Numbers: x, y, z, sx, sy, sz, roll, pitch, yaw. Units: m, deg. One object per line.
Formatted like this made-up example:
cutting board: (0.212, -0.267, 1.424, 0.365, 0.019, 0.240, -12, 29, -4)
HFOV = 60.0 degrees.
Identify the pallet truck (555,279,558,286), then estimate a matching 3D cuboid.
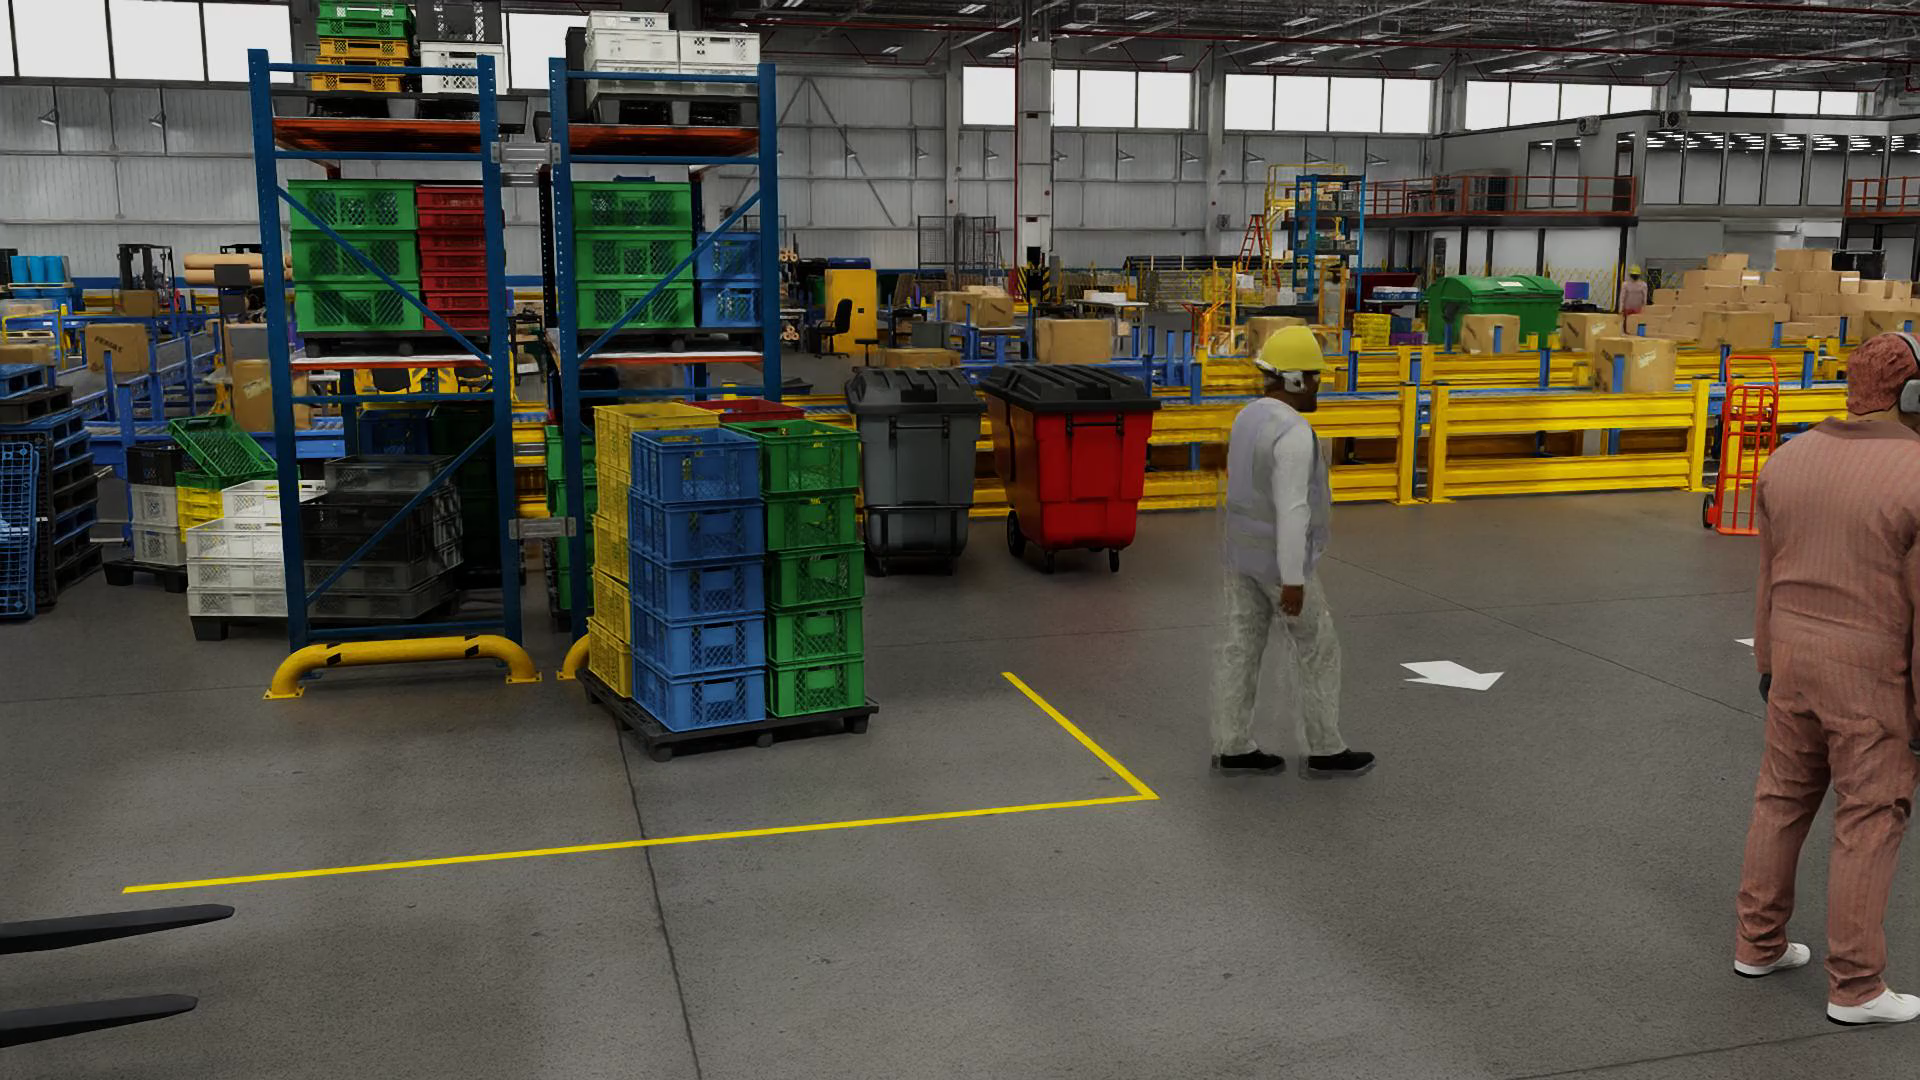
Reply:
pallet truck: (-10.604, -6.375, 44.520, 0.653, 1.274, 1.630, -3, 10, -15)

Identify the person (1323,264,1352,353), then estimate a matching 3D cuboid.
person: (6.136, -3.534, 26.925, 0.554, 1.830, 0.913, -6, 12, -32)

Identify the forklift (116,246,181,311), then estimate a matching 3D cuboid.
forklift: (-19.966, -6.232, 40.894, 1.157, 1.987, 2.680, -3, 10, -15)

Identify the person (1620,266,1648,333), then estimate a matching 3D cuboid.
person: (13.909, -4.790, 34.374, 0.522, 1.718, 0.954, 4, 11, 21)

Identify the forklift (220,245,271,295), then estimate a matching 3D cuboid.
forklift: (-17.749, -6.334, 41.440, 1.157, 1.987, 2.680, -3, 10, -17)

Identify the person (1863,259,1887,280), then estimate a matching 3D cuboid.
person: (19.823, -5.147, 36.015, 0.589, 1.861, 0.876, -2, 10, -9)

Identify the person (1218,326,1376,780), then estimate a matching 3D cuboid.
person: (1.373, 0.064, 6.608, 0.732, 1.809, 0.620, -3, 10, -14)

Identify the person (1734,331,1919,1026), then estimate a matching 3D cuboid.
person: (2.497, 0.375, 4.628, 0.394, 1.899, 0.641, -4, 11, -21)
